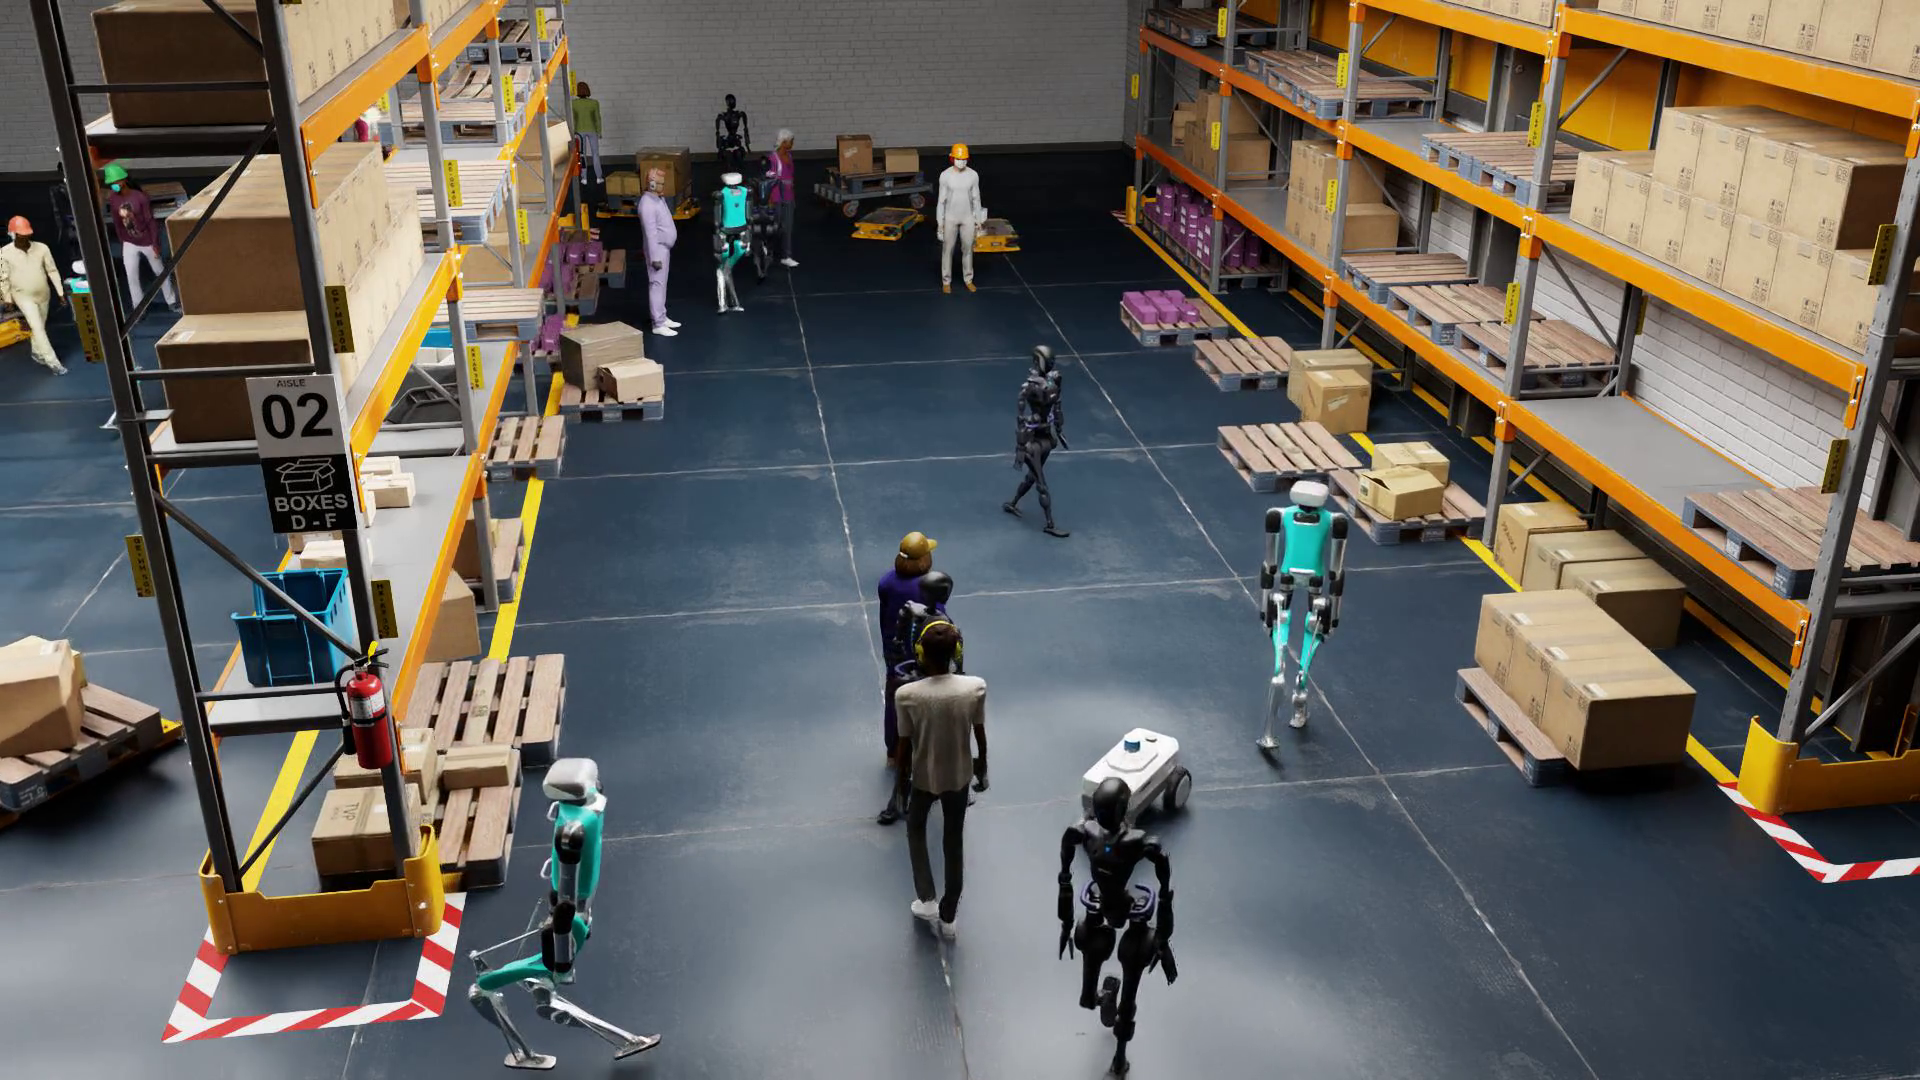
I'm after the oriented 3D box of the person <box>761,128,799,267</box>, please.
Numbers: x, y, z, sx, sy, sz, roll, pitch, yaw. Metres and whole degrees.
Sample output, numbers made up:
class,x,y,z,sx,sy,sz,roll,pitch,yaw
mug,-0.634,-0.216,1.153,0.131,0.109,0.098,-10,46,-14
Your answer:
class,x,y,z,sx,sy,sz,roll,pitch,yaw
person,-2.384,-4.553,22.108,0.477,1.825,0.547,15,28,31

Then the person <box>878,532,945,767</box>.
class,x,y,z,sx,sy,sz,roll,pitch,yaw
person,-0.280,0.697,10.398,0.463,1.622,0.351,15,28,30

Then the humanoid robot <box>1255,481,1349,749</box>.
class,x,y,z,sx,sy,sz,roll,pitch,yaw
humanoid robot,2.129,0.589,10.567,0.538,1.758,0.949,6,25,14

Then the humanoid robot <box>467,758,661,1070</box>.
class,x,y,z,sx,sy,sz,roll,pitch,yaw
humanoid robot,-1.943,1.808,7.730,0.977,1.732,0.539,0,24,-1

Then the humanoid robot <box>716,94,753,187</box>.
class,x,y,z,sx,sy,sz,roll,pitch,yaw
humanoid robot,-3.507,-6.064,25.738,0.587,1.651,0.328,-14,27,-29

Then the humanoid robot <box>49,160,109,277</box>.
class,x,y,z,sx,sy,sz,roll,pitch,yaw
humanoid robot,-11.077,-3.965,20.957,0.588,1.645,0.331,-22,32,-40

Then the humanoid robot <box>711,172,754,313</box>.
class,x,y,z,sx,sy,sz,roll,pitch,yaw
humanoid robot,-2.805,-3.553,19.945,0.531,1.783,0.757,-16,28,-32

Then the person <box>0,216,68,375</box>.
class,x,y,z,sx,sy,sz,roll,pitch,yaw
person,-10.005,-2.665,17.963,0.953,1.696,0.571,18,29,35

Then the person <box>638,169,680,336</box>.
class,x,y,z,sx,sy,sz,roll,pitch,yaw
person,-3.465,-3.327,19.225,0.406,1.904,0.648,-1,24,-2

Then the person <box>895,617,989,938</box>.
class,x,y,z,sx,sy,sz,roll,pitch,yaw
person,-0.098,1.254,8.849,0.535,1.853,0.455,-4,24,-10

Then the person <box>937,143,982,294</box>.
class,x,y,z,sx,sy,sz,roll,pitch,yaw
person,-0.007,-4.032,20.860,0.560,1.888,0.399,-5,24,-10

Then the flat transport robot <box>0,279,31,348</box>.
class,x,y,z,sx,sy,sz,roll,pitch,yaw
flat transport robot,-11.478,-2.421,19.193,1.431,0.231,0.659,6,24,14

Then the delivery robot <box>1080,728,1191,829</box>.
class,x,y,z,sx,sy,sz,roll,pitch,yaw
delivery robot,1.045,1.447,10.051,0.499,0.614,0.797,15,28,30

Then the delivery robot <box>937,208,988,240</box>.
class,x,y,z,sx,sy,sz,roll,pitch,yaw
delivery robot,0.062,-4.548,23.703,0.805,0.609,0.499,1,24,3

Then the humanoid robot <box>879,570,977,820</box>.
class,x,y,z,sx,sy,sz,roll,pitch,yaw
humanoid robot,-0.201,0.914,9.884,0.616,1.645,0.606,21,31,39

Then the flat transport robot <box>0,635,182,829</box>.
class,x,y,z,sx,sy,sz,roll,pitch,yaw
flat transport robot,-5.753,1.397,10.494,0.659,0.231,1.431,13,27,27

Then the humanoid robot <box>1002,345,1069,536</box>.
class,x,y,z,sx,sy,sz,roll,pitch,yaw
humanoid robot,0.651,-0.872,13.988,0.790,1.628,0.615,19,30,37

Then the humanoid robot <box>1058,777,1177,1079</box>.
class,x,y,z,sx,sy,sz,roll,pitch,yaw
humanoid robot,0.773,1.792,7.851,0.593,1.645,0.492,9,25,20

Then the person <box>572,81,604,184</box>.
class,x,y,z,sx,sy,sz,roll,pitch,yaw
person,-6.079,-6.616,27.051,0.500,1.631,0.284,-4,24,-9

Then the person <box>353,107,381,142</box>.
class,x,y,z,sx,sy,sz,roll,pitch,yaw
person,-8.812,-5.801,24.957,0.528,1.822,0.641,2,24,5

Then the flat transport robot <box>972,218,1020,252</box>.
class,x,y,z,sx,sy,sz,roll,pitch,yaw
flat transport robot,0.420,-4.319,23.517,0.659,0.231,1.431,-3,24,-6

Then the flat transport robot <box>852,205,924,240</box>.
class,x,y,z,sx,sy,sz,roll,pitch,yaw
flat transport robot,-1.038,-4.605,24.170,0.659,0.231,1.431,6,24,14

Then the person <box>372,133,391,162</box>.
class,x,y,z,sx,sy,sz,roll,pitch,yaw
person,-7.658,-4.593,22.313,0.555,1.730,0.471,7,25,15

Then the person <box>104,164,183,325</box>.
class,x,y,z,sx,sy,sz,roll,pitch,yaw
person,-9.736,-3.556,19.775,0.508,1.902,0.758,-2,24,-4

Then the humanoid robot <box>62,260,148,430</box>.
class,x,y,z,sx,sy,sz,roll,pitch,yaw
humanoid robot,-8.215,-1.917,16.201,0.544,1.735,0.984,6,24,13

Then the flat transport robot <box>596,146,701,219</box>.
class,x,y,z,sx,sy,sz,roll,pitch,yaw
flat transport robot,-4.694,-5.004,25.079,1.431,0.231,0.659,2,24,5

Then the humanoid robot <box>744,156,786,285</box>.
class,x,y,z,sx,sy,sz,roll,pitch,yaw
humanoid robot,-2.525,-4.068,21.235,0.612,1.649,0.506,0,24,0
